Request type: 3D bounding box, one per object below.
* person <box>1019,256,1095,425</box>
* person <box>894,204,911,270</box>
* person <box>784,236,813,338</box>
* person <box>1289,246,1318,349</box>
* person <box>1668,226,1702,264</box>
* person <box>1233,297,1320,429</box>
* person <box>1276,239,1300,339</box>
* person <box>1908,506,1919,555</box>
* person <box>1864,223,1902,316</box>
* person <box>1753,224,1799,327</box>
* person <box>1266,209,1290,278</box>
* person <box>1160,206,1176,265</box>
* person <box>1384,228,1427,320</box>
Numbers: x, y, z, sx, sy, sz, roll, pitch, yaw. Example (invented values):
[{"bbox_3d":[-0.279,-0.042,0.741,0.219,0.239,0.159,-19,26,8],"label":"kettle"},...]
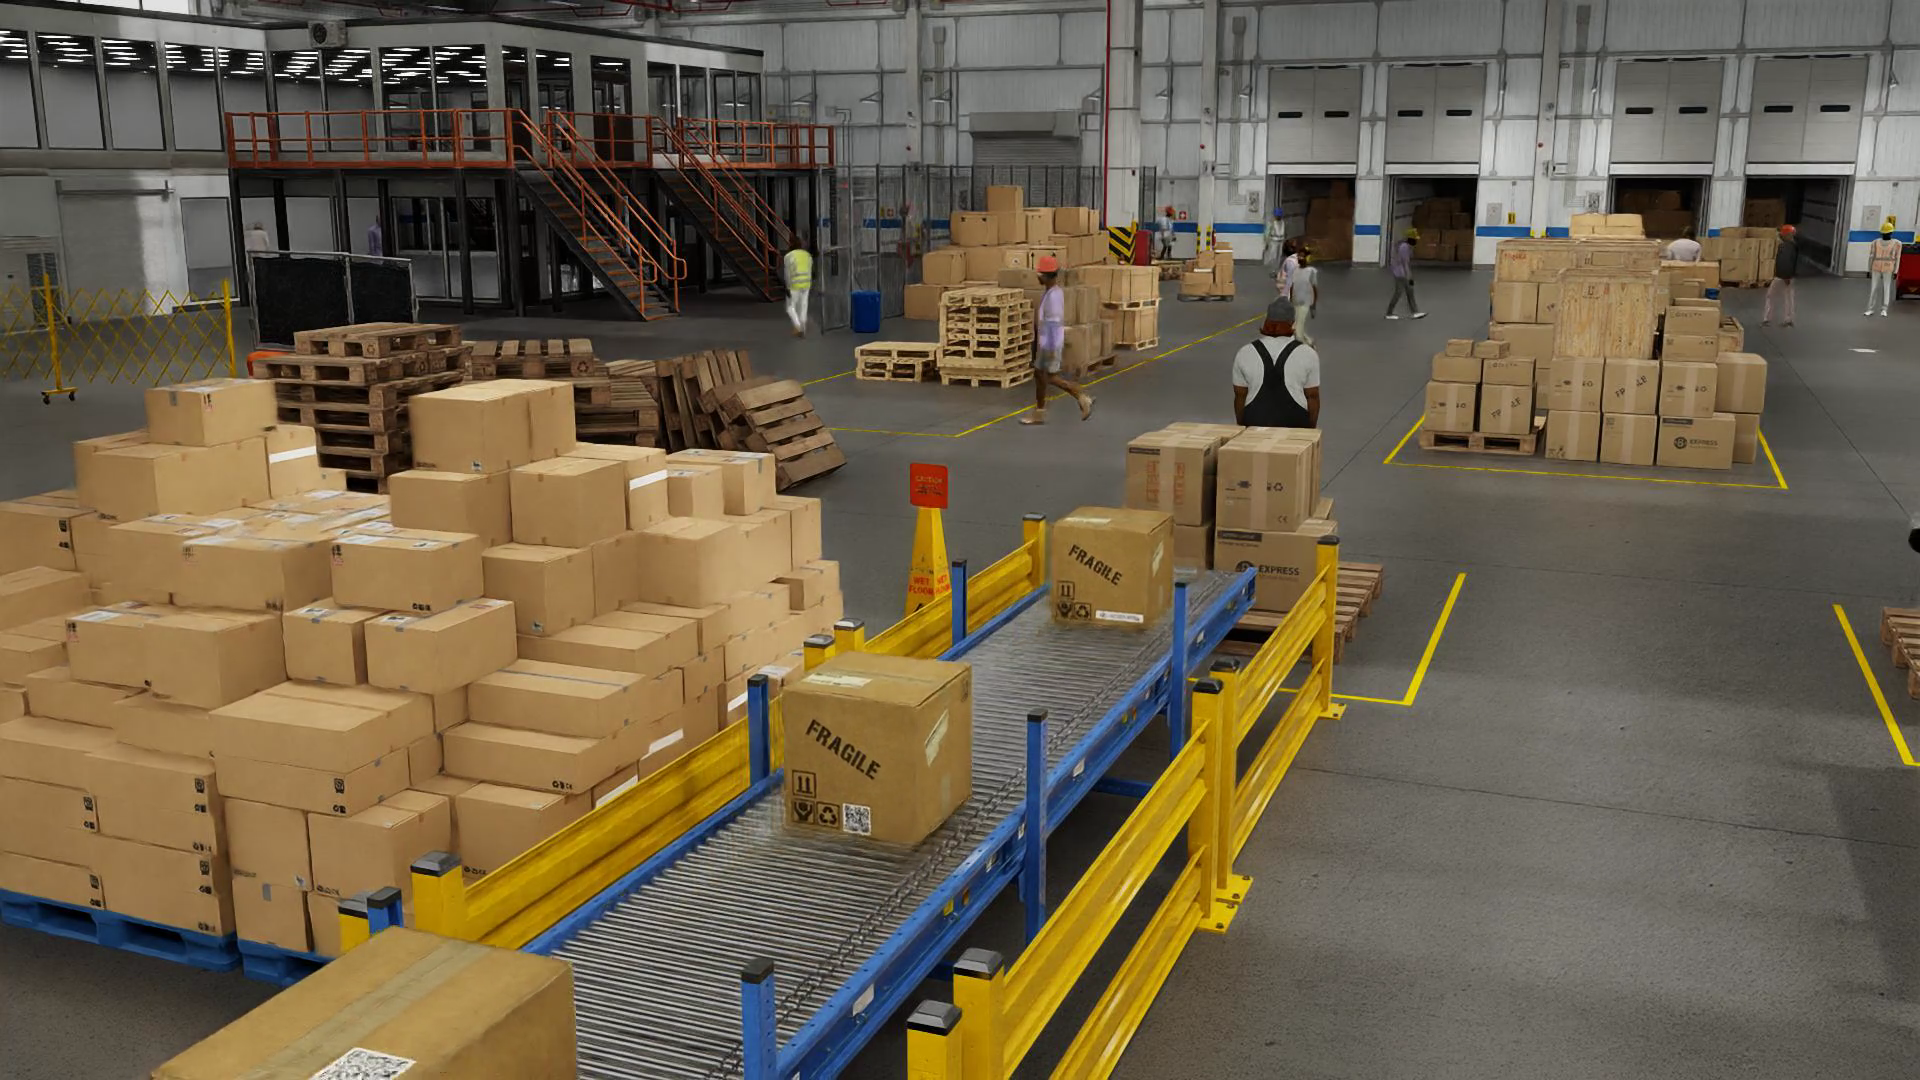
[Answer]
[{"bbox_3d":[1.156,-2.346,19.681,0.805,2.024,0.608,-2,13,-8],"label":"person"},{"bbox_3d":[-1.755,-9.163,50.321,0.644,1.973,0.655,-5,14,-22],"label":"person"},{"bbox_3d":[-2.914,-4.540,29.954,0.633,1.824,0.432,-11,17,-40],"label":"person"},{"bbox_3d":[5.356,-3.656,25.919,0.602,1.852,0.529,-10,16,-37],"label":"person"},{"bbox_3d":[14.162,-5.177,32.558,0.640,1.935,0.387,10,16,38],"label":"person"},{"bbox_3d":[2.511,-0.910,13.166,0.677,2.000,0.536,4,13,19],"label":"person"},{"bbox_3d":[5.604,-4.199,28.372,0.429,1.844,0.627,4,13,18],"label":"person"},{"bbox_3d":[6.628,-0.276,11.115,0.358,1.681,0.555,-2,13,-9],"label":"person"},{"bbox_3d":[19.158,-5.610,34.528,0.585,1.918,0.379,11,17,40],"label":"person"},{"bbox_3d":[15.755,-5.068,31.997,0.865,1.959,0.650,-2,13,-10],"label":"person"},{"bbox_3d":[8.935,-8.282,46.524,0.621,1.908,0.859,-4,13,-19],"label":"person"},{"bbox_3d":[6.515,-9.447,51.827,0.856,1.874,0.544,7,14,27],"label":"person"},{"bbox_3d":[9.007,-5.349,33.499,0.852,1.853,0.641,6,14,26],"label":"person"}]
